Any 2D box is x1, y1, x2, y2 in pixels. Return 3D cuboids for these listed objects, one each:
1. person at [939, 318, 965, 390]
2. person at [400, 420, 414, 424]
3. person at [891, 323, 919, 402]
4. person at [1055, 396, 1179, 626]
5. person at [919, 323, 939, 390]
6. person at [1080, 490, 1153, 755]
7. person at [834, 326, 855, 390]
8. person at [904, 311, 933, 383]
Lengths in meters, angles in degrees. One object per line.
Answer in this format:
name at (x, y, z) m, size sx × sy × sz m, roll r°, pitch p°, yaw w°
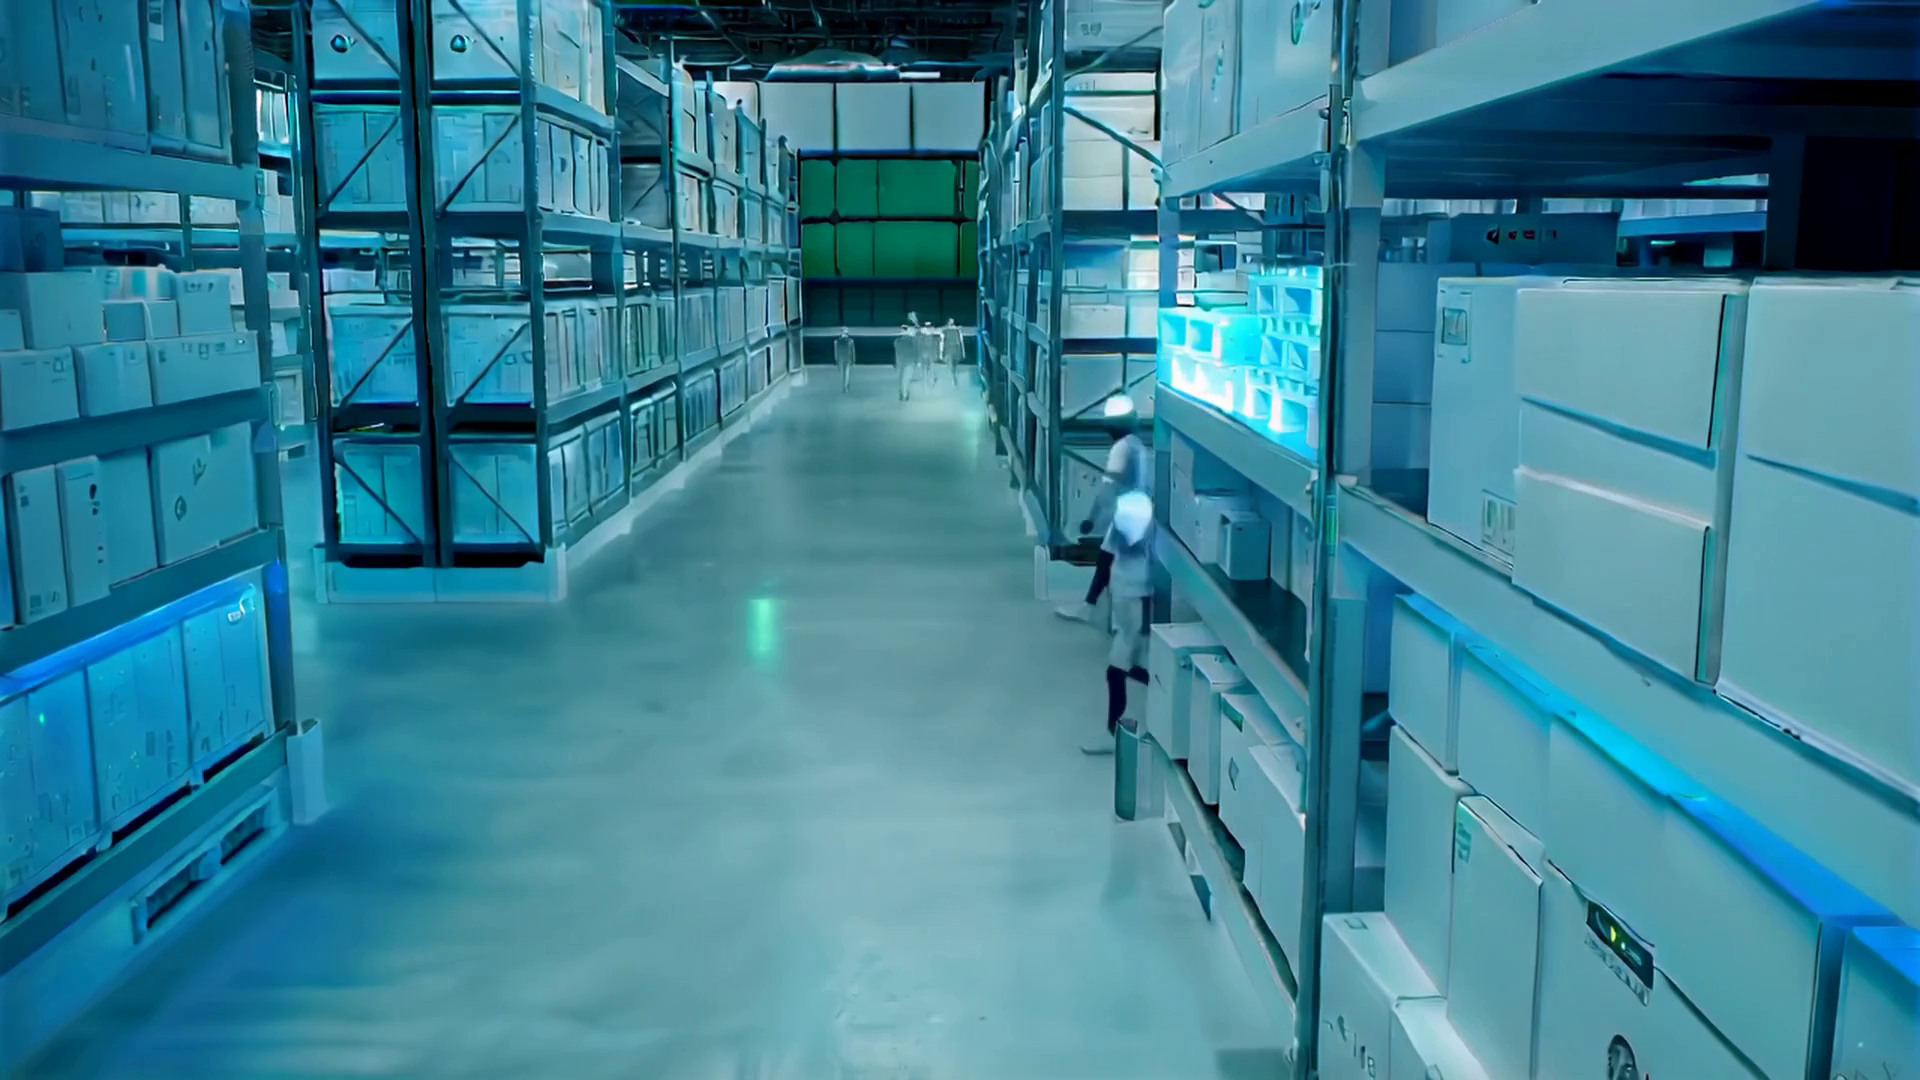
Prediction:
person at (-0.257, -4.675, 41.813) m, size 0.633 × 1.798 × 0.914 m, roll -6°, pitch 11°, yaw -32°
person at (-7.815, -1.828, 24.190) m, size 0.660 × 1.868 × 0.965 m, roll -2°, pitch 10°, yaw -13°
person at (-1.238, -4.065, 38.117) m, size 0.618 × 1.786 × 0.911 m, roll 1°, pitch 9°, yaw 6°
person at (1.370, -0.209, 13.932) m, size 1.091 × 1.986 × 0.622 m, roll 2°, pitch 10°, yaw 14°
person at (-0.750, -4.642, 41.955) m, size 0.492 × 1.692 × 0.880 m, roll 3°, pitch 10°, yaw 20°
person at (1.156, 0.511, 10.415) m, size 0.755 × 1.671 × 0.533 m, roll 0°, pitch 9°, yaw -3°
person at (-2.882, -4.524, 41.432) m, size 0.529 × 1.623 × 0.484 m, roll 0°, pitch 9°, yaw -2°
person at (-1.114, -5.123, 44.220) m, size 0.681 × 1.922 × 0.637 m, roll 0°, pitch 9°, yaw 0°
